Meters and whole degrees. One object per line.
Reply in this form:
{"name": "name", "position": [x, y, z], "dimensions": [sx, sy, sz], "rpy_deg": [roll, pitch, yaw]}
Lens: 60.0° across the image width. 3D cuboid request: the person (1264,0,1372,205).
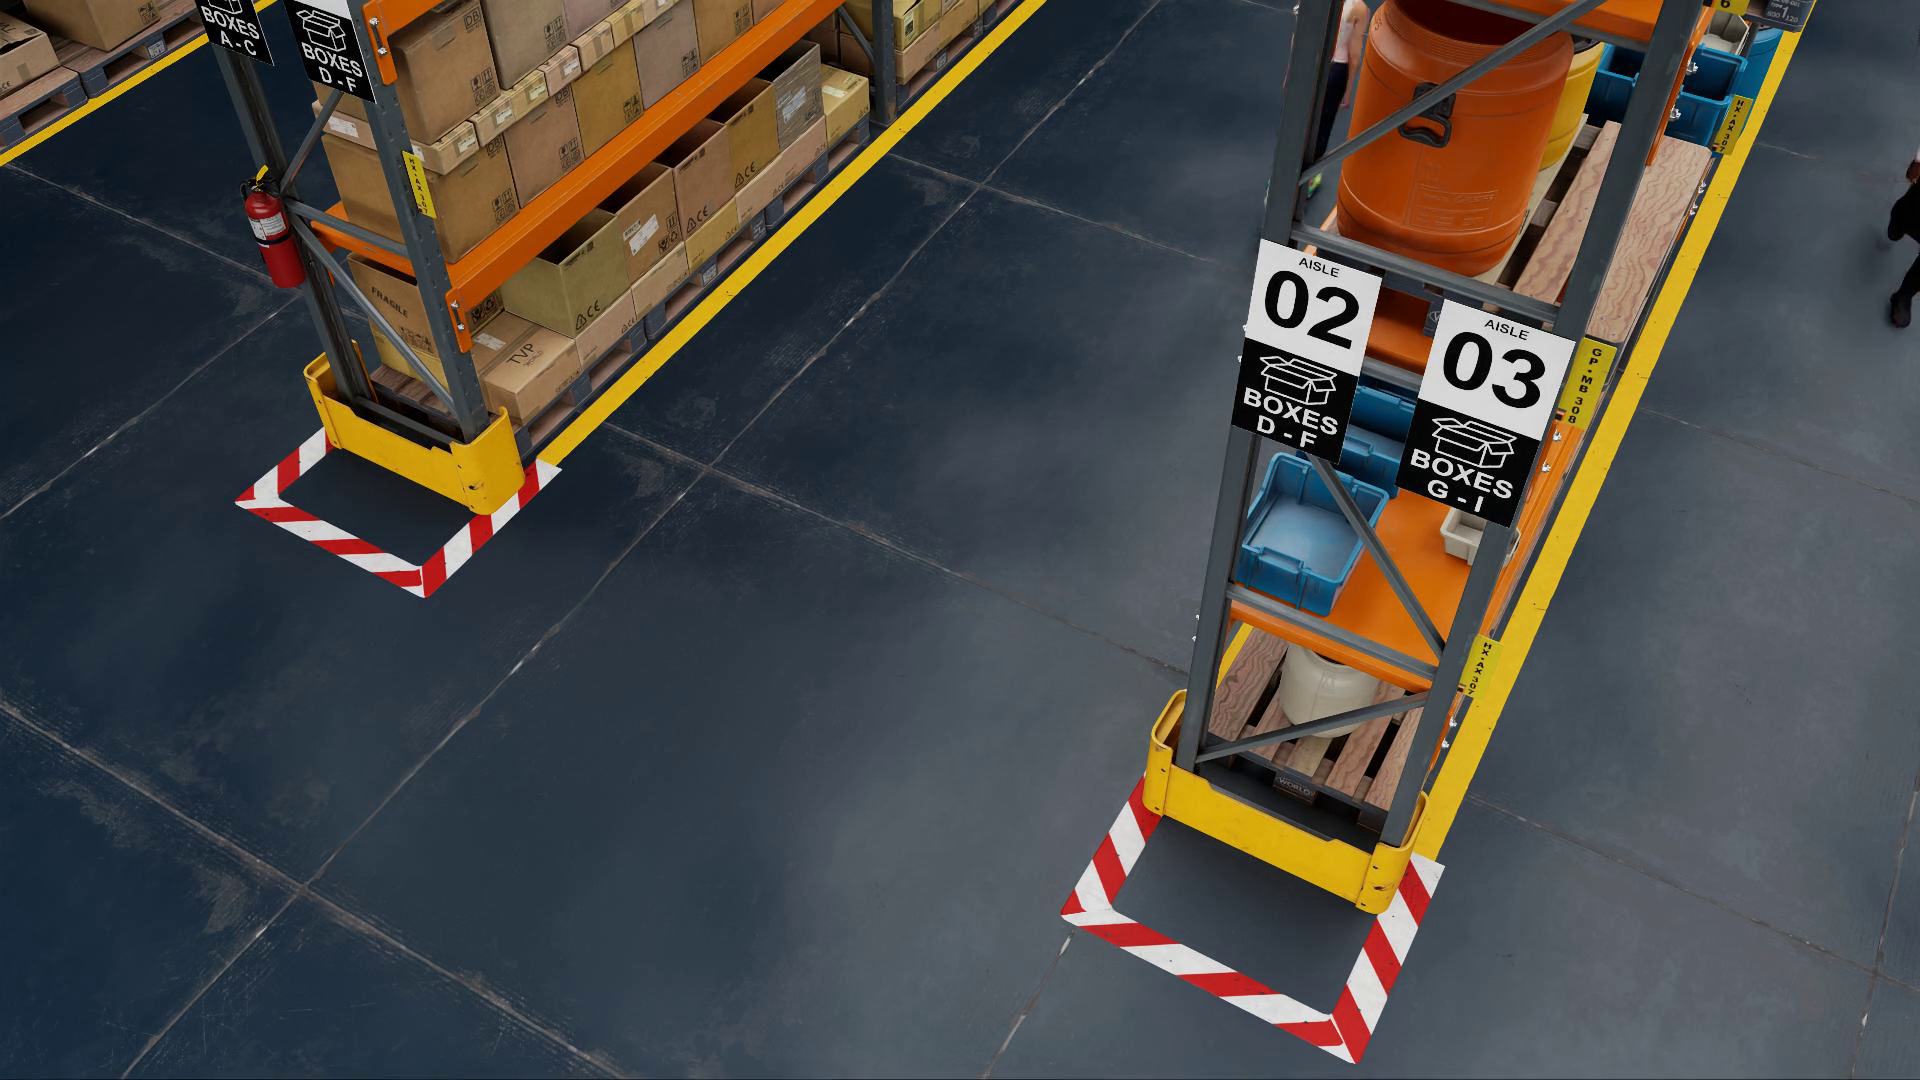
{"name": "person", "position": [2.130, -2.717, 9.995], "dimensions": [0.606, 1.690, 0.899], "rpy_deg": [22, 51, 19]}
